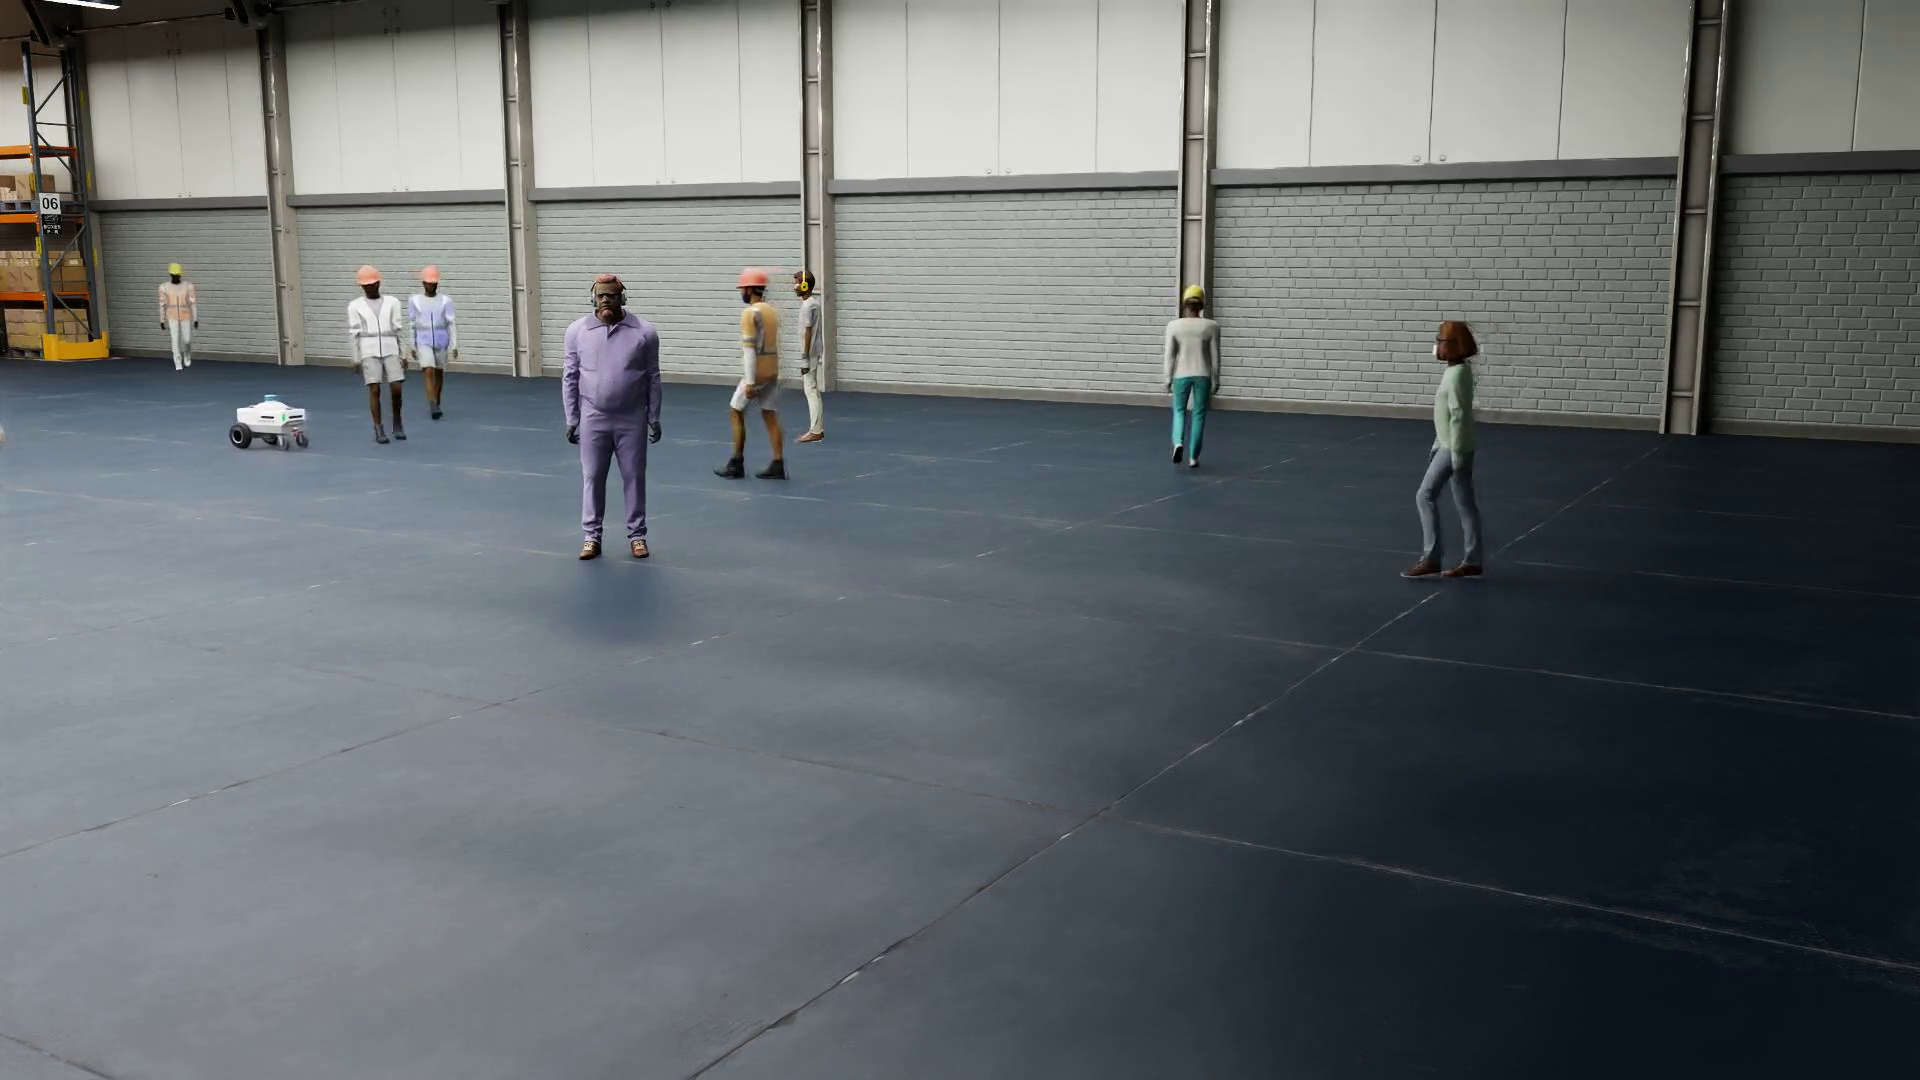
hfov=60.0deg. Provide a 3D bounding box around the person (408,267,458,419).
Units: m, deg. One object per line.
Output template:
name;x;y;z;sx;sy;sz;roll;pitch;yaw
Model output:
person;-6.592;-2.464;20.846;0.559;1.880;1.053;-4;10;-22

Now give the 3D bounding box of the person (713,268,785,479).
person;-1.931;-1.497;15.080;0.798;1.906;0.564;4;11;24

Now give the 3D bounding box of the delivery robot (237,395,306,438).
delivery robot;-7.255;-1.283;17.523;0.707;0.478;0.477;4;11;24

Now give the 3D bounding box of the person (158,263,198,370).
person;-13.927;-3.980;29.630;0.616;1.906;0.514;-5;11;-26

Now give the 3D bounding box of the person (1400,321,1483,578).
person;3.028;-0.557;10.419;0.617;1.615;0.499;4;10;22

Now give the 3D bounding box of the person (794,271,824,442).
person;-1.652;-1.999;18.177;0.311;1.863;0.509;0;10;0

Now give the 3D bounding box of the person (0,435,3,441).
person;-10.585;-1.843;17.532;0.674;1.774;0.945;2;10;11

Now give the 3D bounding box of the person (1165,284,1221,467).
person;2.230;-1.558;15.907;0.530;1.755;0.401;2;10;11

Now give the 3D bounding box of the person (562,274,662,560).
person;-2.317;-0.816;11.112;0.652;1.906;0.402;-2;10;-9

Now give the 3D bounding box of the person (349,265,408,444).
person;-6.282;-2.004;18.014;0.576;1.922;0.444;-4;10;-22
